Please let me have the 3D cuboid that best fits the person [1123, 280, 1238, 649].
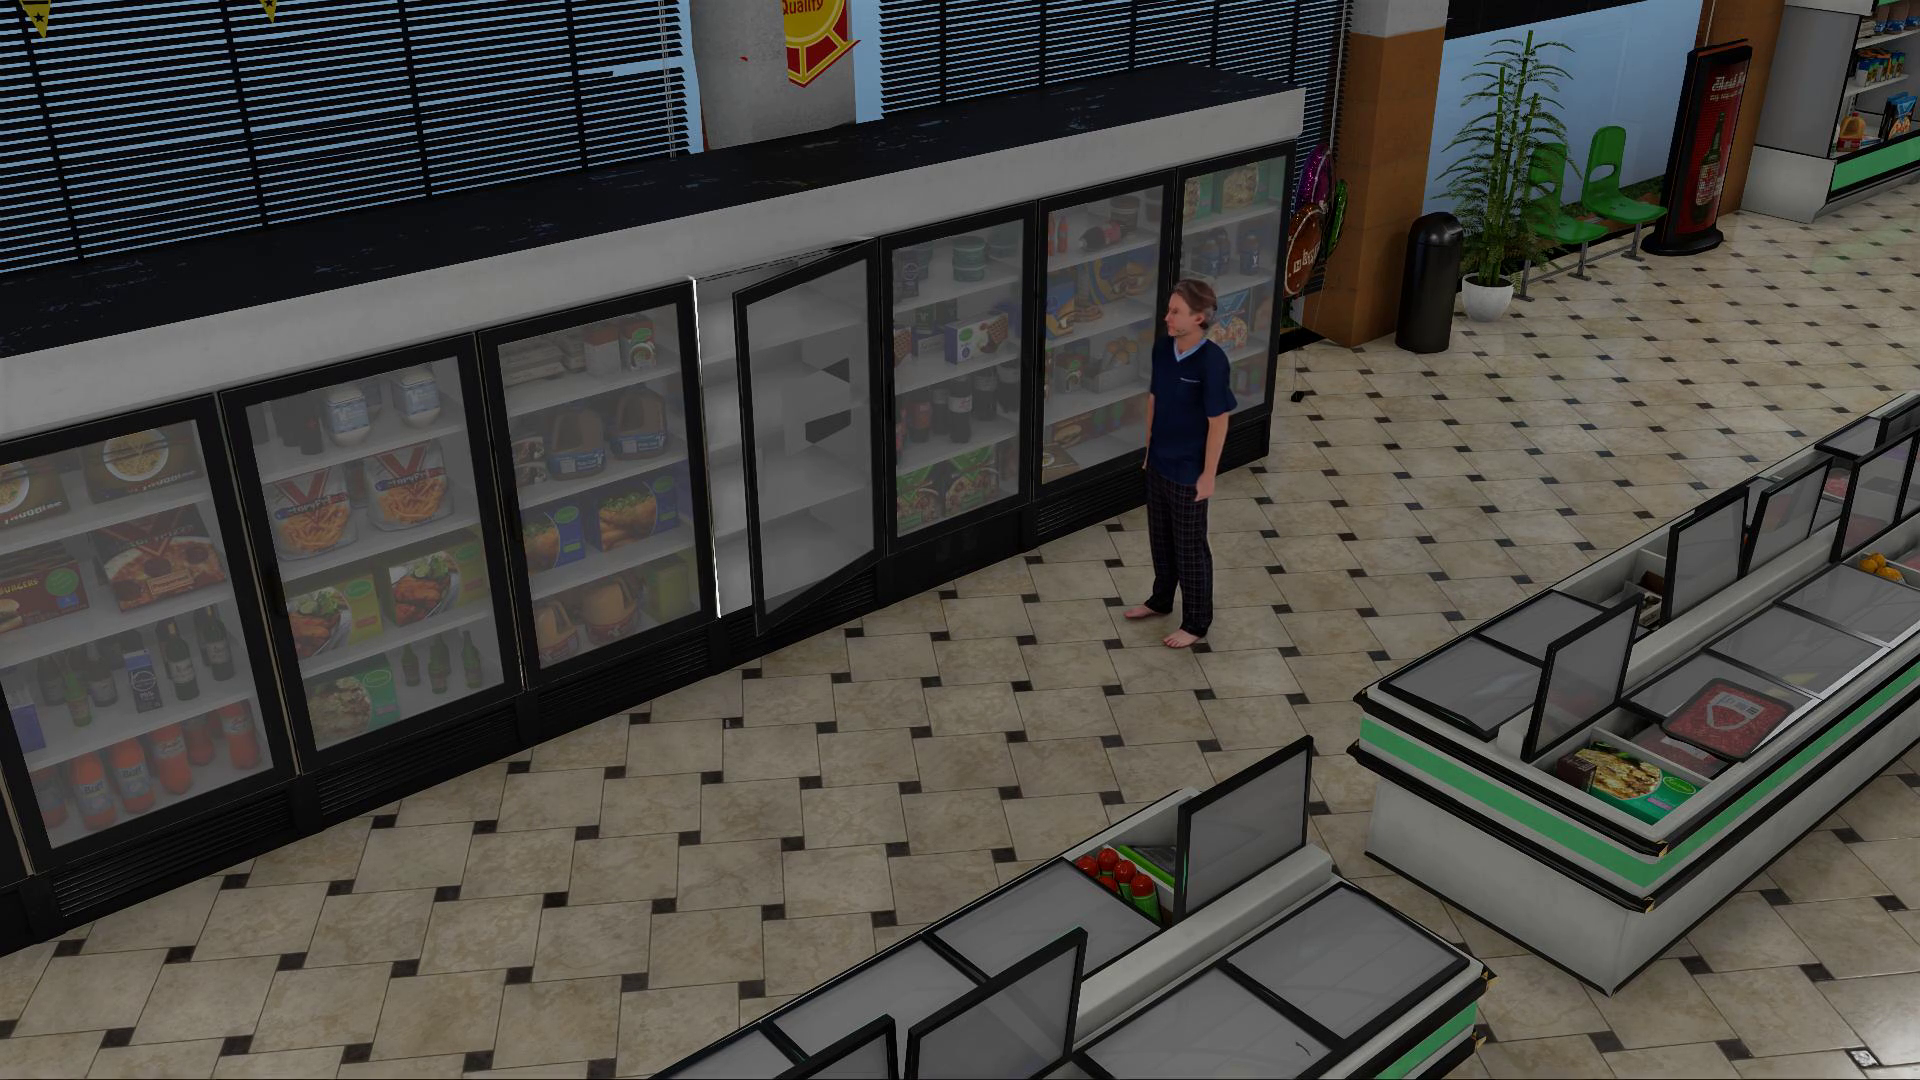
[{"bbox_3d":[1.084,-0.373,8.134,0.578,1.871,0.689,-16,31,-28],"label":"person"}]
